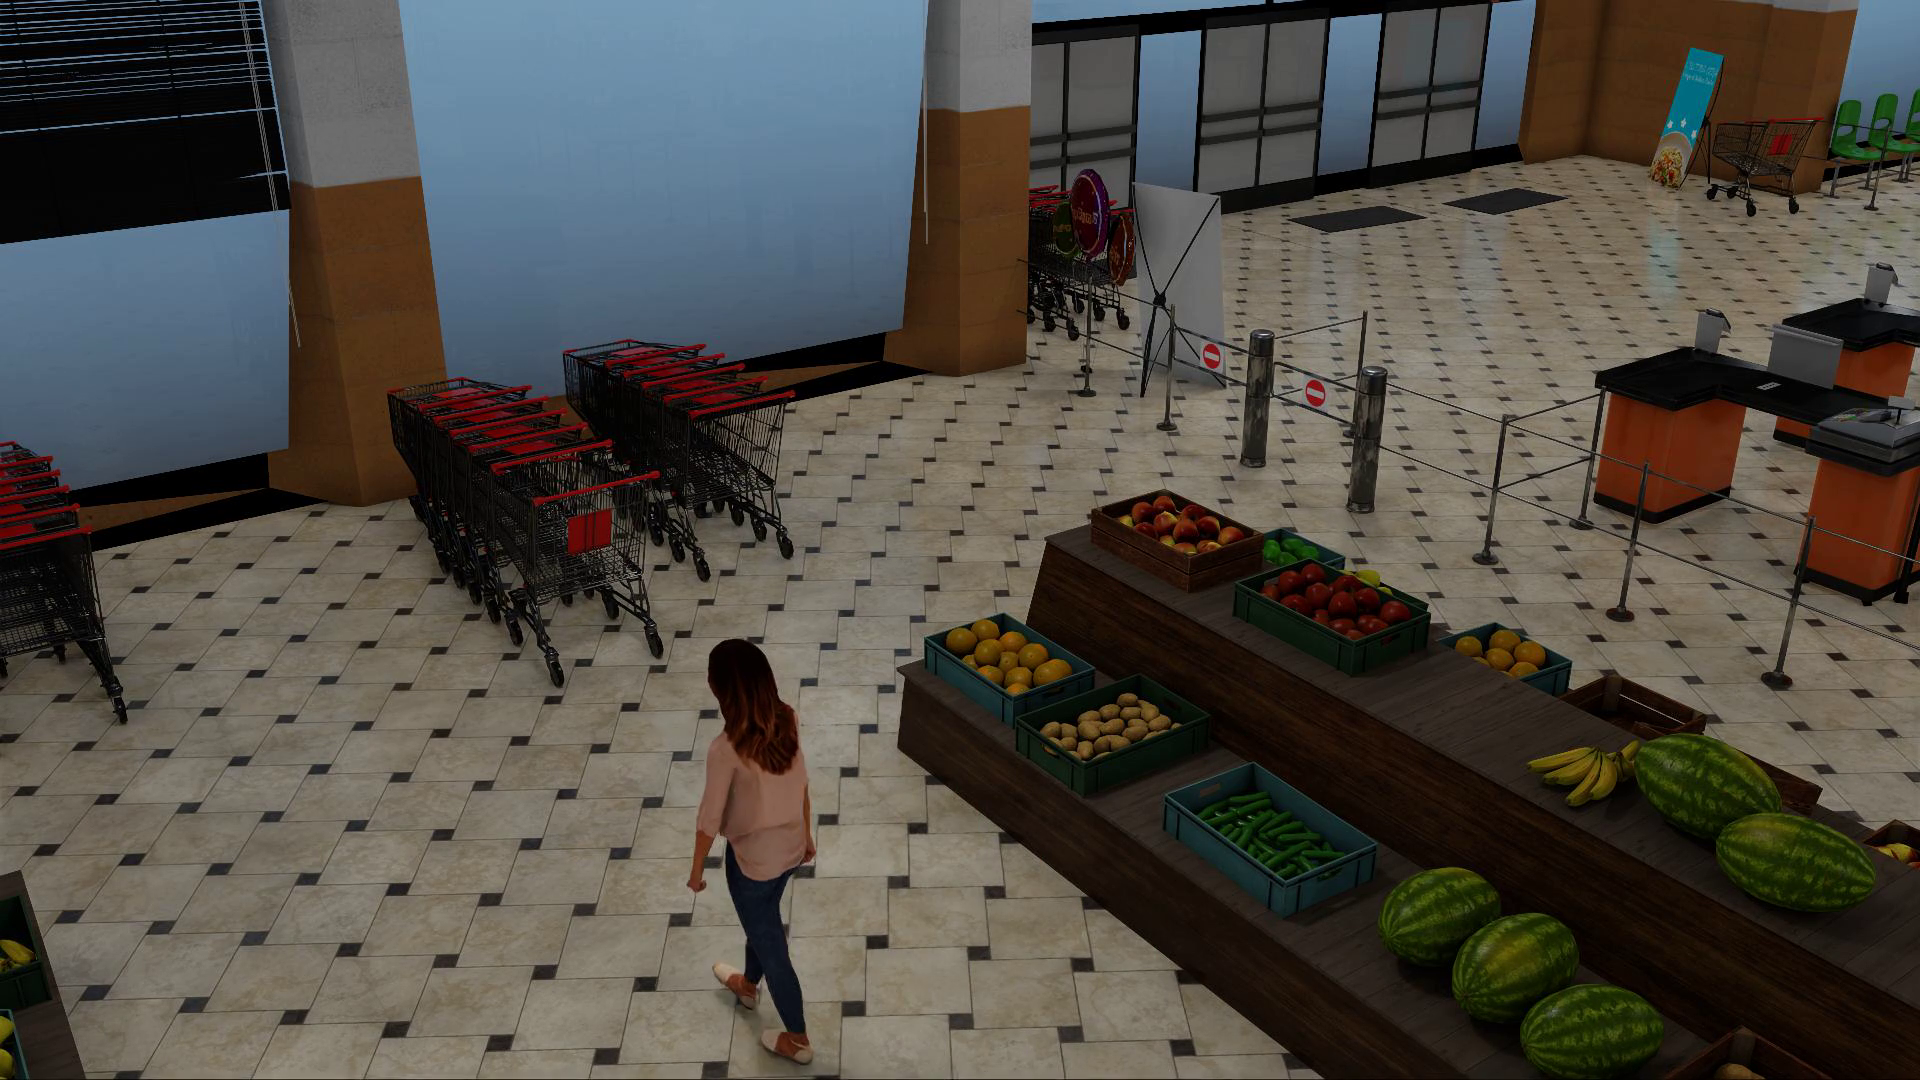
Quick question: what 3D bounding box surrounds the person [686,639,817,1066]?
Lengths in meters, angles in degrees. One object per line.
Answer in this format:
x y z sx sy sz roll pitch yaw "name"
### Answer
-0.671 1.203 6.134 0.941 1.771 0.764 19 30 36 "person"
